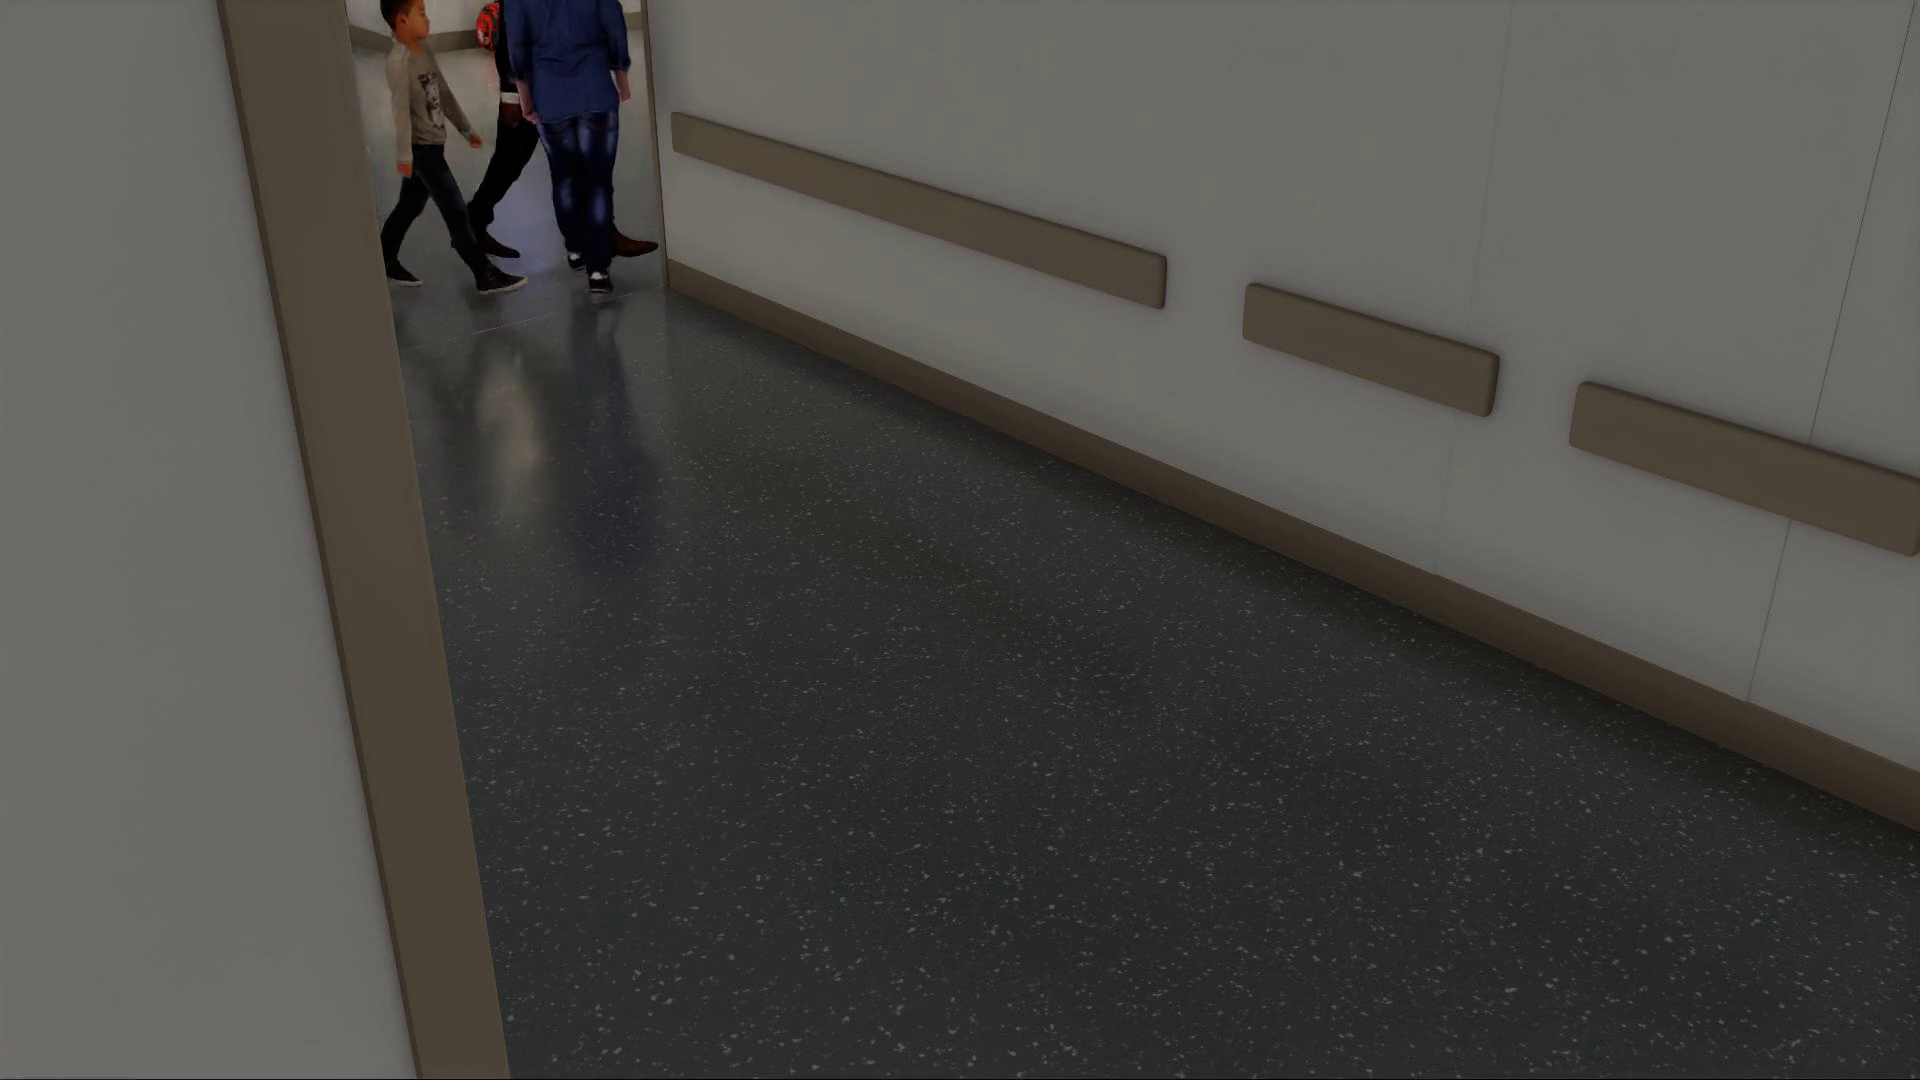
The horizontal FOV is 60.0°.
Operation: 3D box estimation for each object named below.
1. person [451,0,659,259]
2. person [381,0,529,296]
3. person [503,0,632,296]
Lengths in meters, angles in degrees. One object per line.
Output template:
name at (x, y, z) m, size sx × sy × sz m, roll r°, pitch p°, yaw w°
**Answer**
person at (-2.220, -2.261, 8.276) m, size 1.367 × 1.853 × 1.105 m, roll -5°, pitch 26°, yaw -10°
person at (-2.631, -1.860, 7.938) m, size 1.068 × 1.424 × 0.925 m, roll -1°, pitch 26°, yaw -2°
person at (-1.809, -2.016, 7.842) m, size 1.206 × 1.788 × 1.199 m, roll -2°, pitch 26°, yaw -3°
